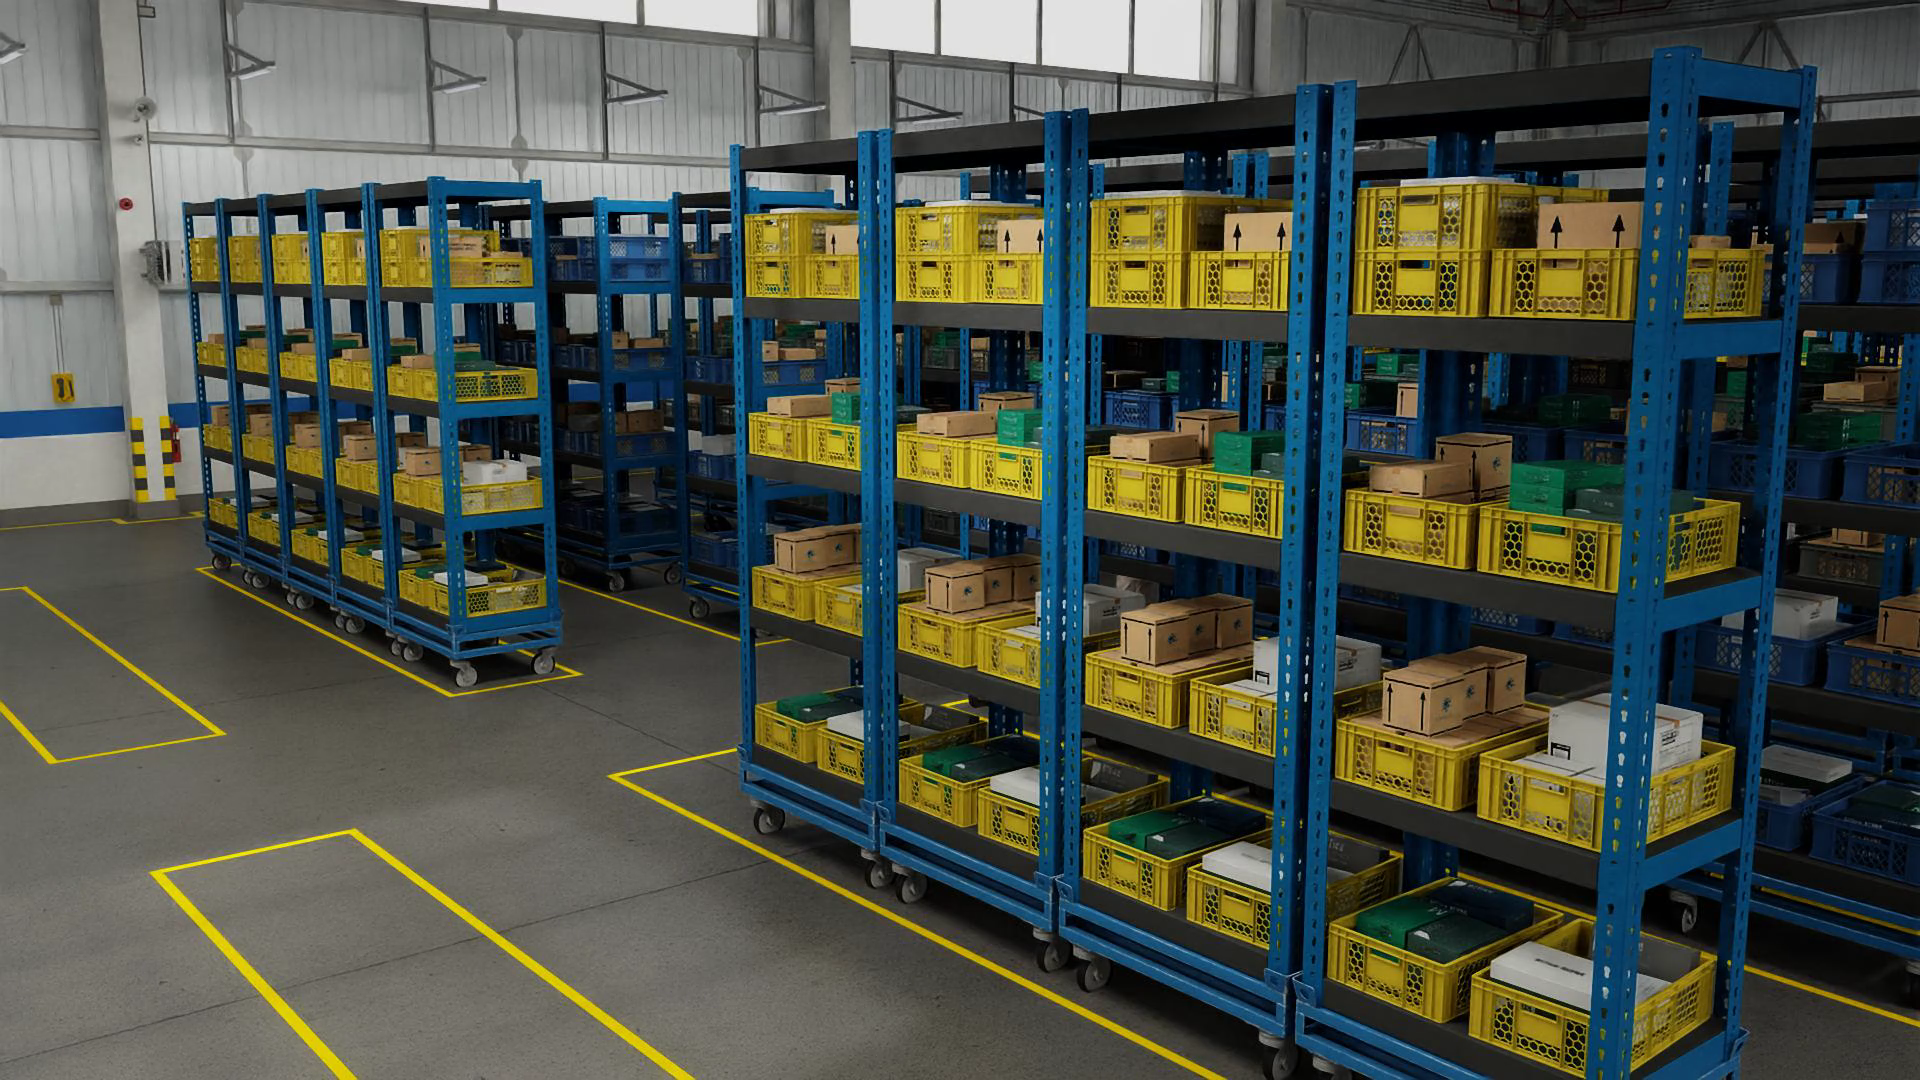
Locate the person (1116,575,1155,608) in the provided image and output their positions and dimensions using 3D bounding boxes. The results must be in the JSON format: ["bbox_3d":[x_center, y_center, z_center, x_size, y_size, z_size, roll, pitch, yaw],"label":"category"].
[{"bbox_3d":[1.435,-0.109,12.919,0.390,1.990,0.610,9,13,43],"label":"person"}]
